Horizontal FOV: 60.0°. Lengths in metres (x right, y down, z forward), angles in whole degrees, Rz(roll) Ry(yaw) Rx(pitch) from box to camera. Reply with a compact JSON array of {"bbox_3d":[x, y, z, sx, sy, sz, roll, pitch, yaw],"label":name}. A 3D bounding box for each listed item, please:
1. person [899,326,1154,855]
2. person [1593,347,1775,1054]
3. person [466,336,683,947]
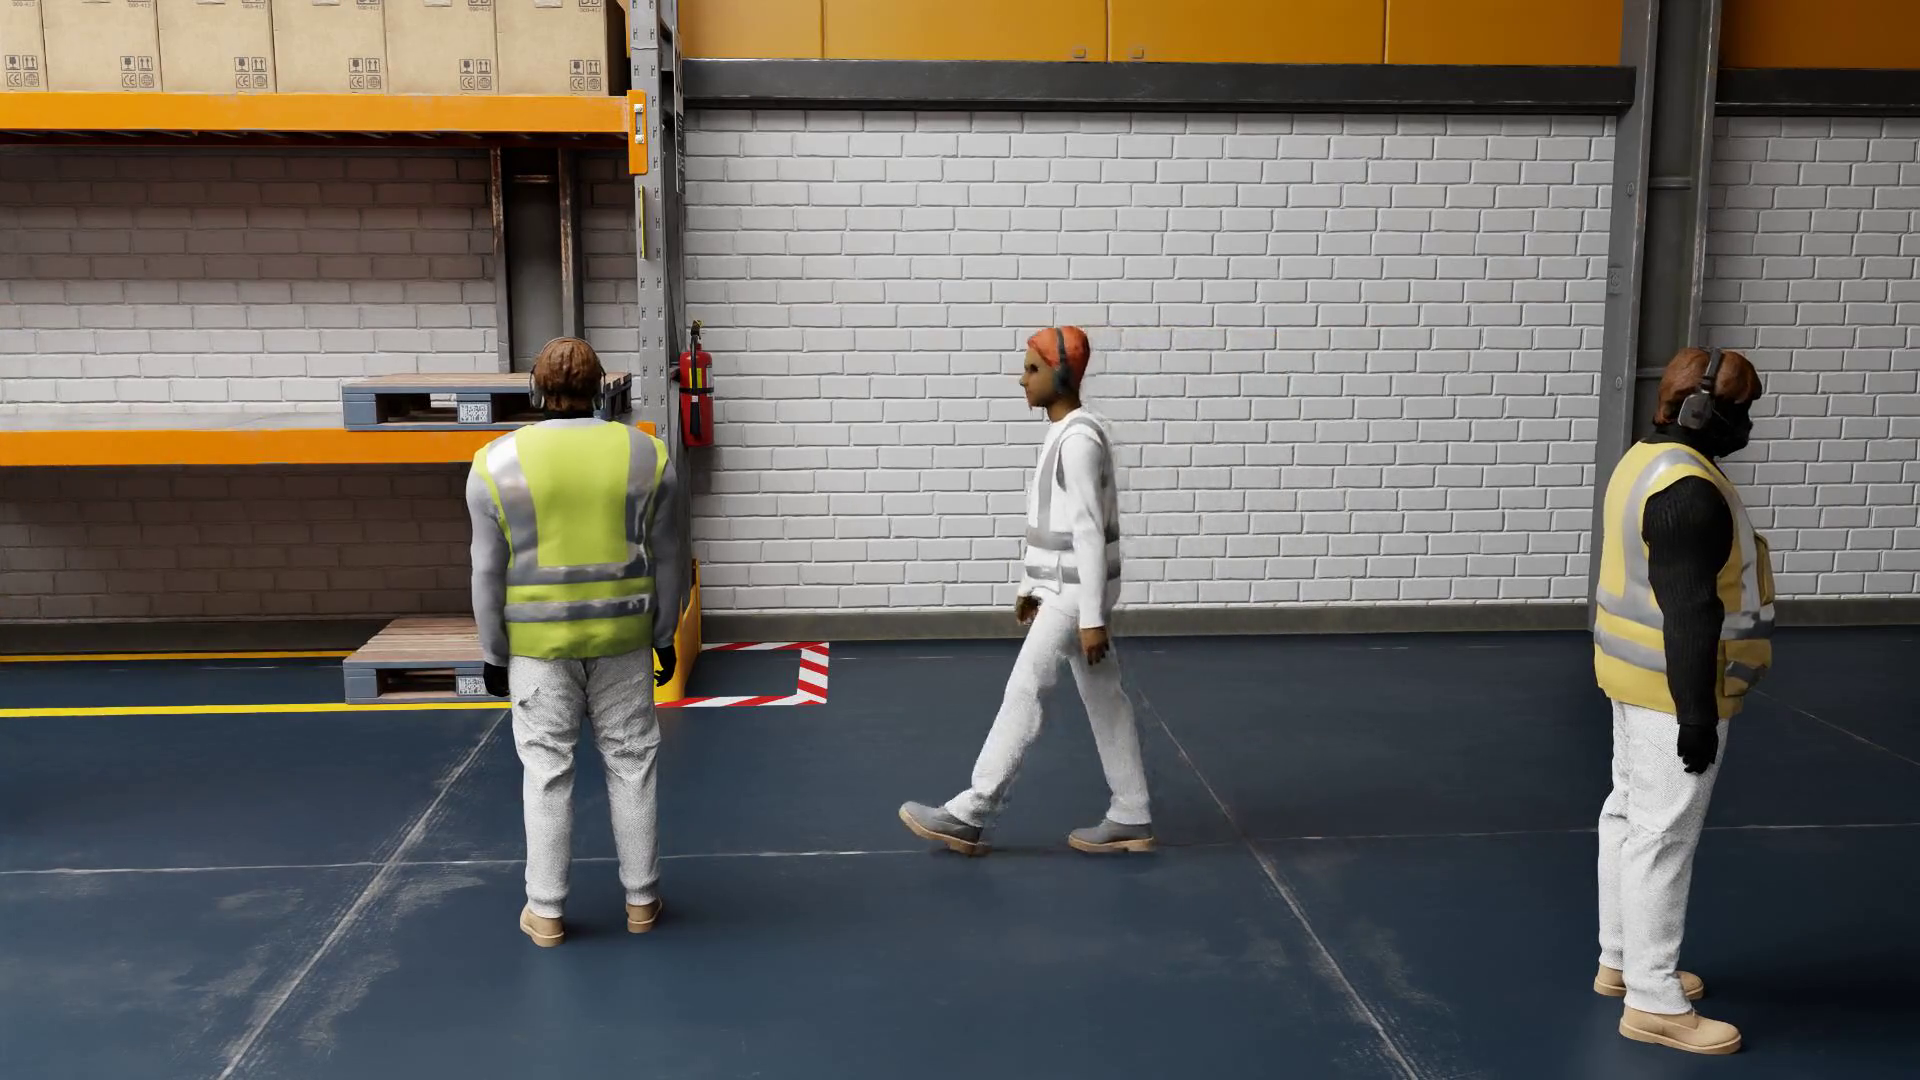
[{"bbox_3d":[0.254,0.195,5.749,0.942,1.839,0.609,0,9,3],"label":"person"},{"bbox_3d":[1.915,0.410,4.433,0.429,1.837,0.621,2,9,11],"label":"person"},{"bbox_3d":[-1.155,0.309,5.042,0.627,1.844,0.429,-3,10,-20],"label":"person"}]
